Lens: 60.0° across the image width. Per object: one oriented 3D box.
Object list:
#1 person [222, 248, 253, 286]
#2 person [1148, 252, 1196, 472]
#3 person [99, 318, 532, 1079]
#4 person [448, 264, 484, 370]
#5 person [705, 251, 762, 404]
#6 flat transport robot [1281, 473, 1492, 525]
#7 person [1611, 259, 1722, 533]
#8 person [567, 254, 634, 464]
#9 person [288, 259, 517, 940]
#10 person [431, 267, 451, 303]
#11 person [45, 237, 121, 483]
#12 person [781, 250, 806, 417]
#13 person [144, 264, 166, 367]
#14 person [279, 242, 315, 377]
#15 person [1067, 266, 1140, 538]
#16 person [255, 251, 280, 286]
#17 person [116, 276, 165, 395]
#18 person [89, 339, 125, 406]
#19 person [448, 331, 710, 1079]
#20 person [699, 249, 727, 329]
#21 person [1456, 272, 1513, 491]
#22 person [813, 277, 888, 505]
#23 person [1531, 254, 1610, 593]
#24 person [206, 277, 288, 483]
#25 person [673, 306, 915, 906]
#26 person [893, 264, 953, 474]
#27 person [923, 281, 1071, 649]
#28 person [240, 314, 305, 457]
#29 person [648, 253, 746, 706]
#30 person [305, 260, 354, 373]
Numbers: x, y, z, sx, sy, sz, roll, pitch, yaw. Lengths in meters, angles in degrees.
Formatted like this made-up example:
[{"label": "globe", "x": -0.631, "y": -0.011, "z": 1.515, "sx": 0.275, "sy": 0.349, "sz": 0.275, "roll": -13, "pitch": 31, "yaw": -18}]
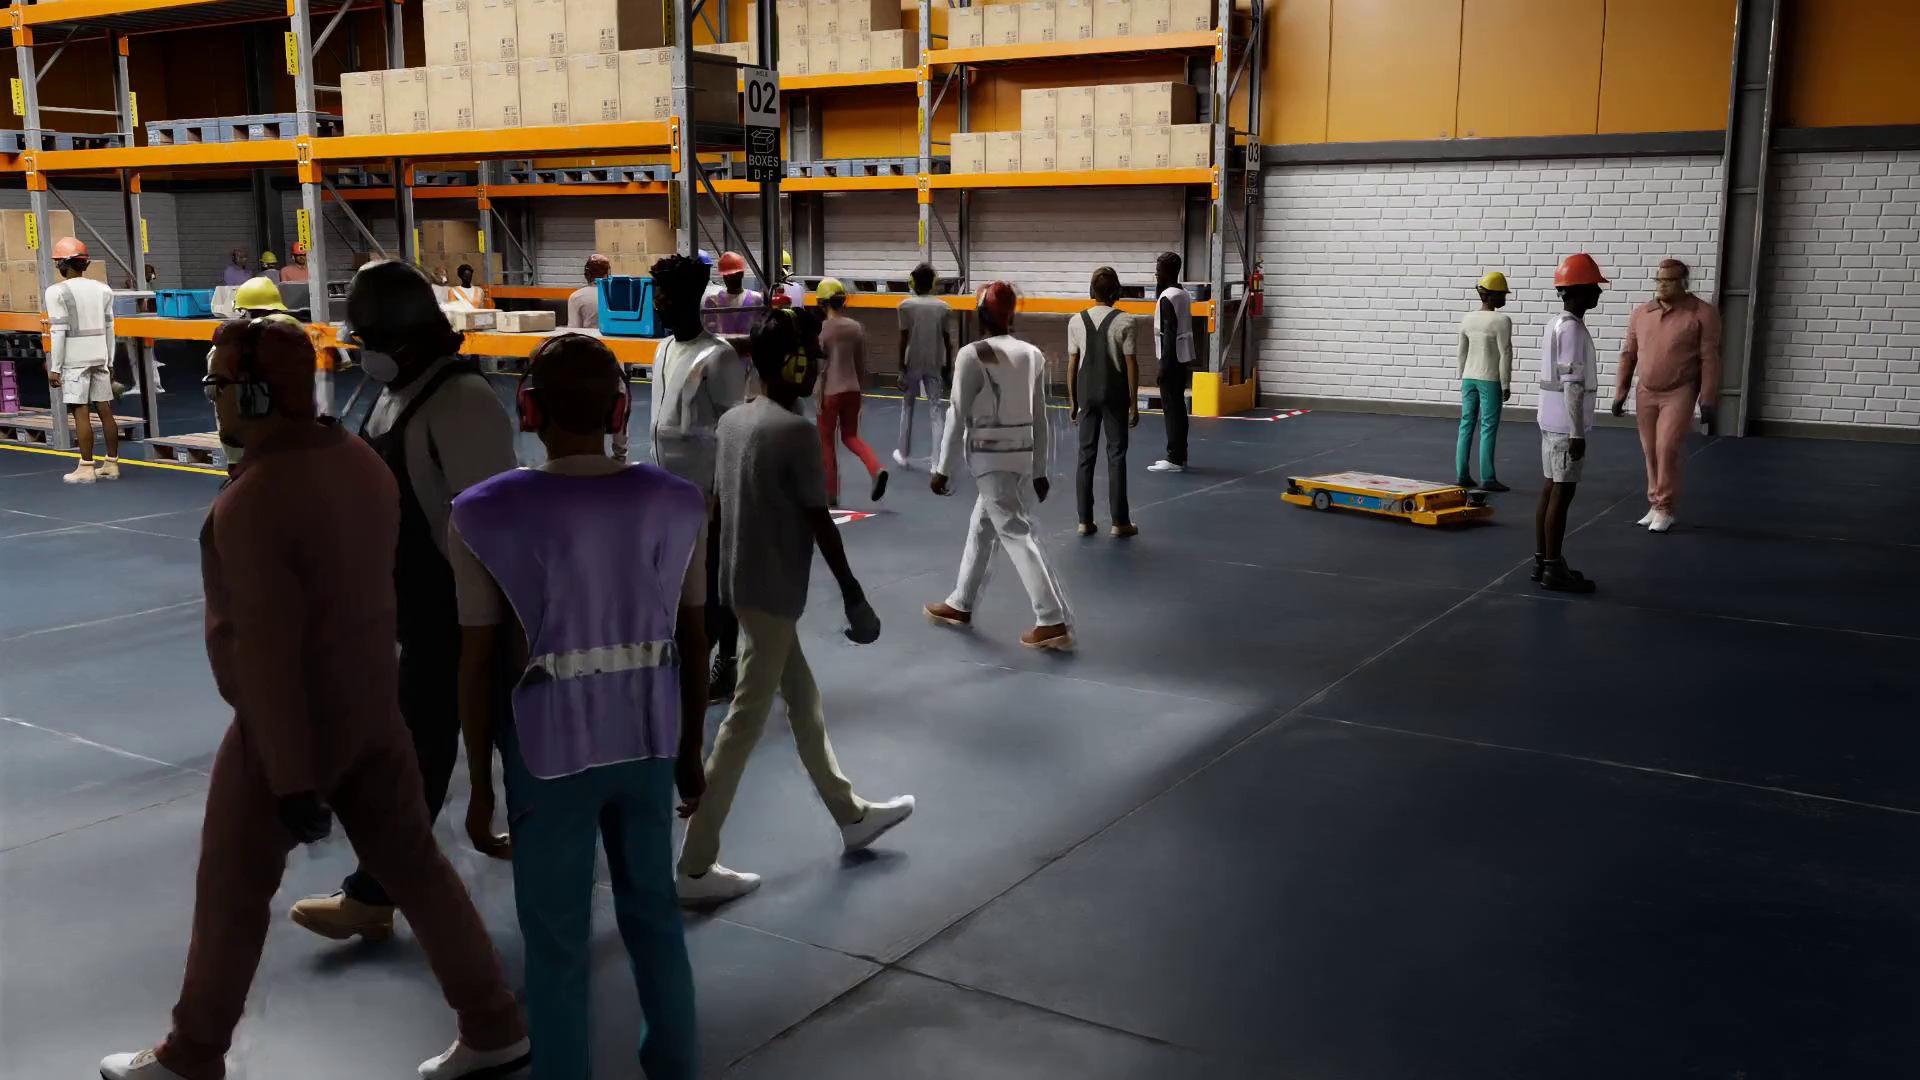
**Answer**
[{"label": "person", "x": -11.829, "y": -3.833, "z": 27.294, "sx": 0.522, "sy": 1.889, "sz": 0.647, "roll": 3, "pitch": 11, "yaw": 15}, {"label": "person", "x": 1.870, "y": -1.555, "z": 14.587, "sx": 0.372, "sy": 1.917, "sz": 0.596, "roll": 4, "pitch": 11, "yaw": 20}, {"label": "person", "x": -1.502, "y": 0.415, "z": 3.869, "sx": 1.013, "sy": 1.858, "sz": 0.642, "roll": 2, "pitch": 10, "yaw": 12}, {"label": "person", "x": -6.676, "y": -2.884, "z": 22.561, "sx": 0.540, "sy": 1.695, "sz": 0.317, "roll": -9, "pitch": 14, "yaw": -42}, {"label": "person", "x": -1.938, "y": -1.545, "z": 14.517, "sx": 0.566, "sy": 1.921, "sz": 0.430, "roll": -1, "pitch": 10, "yaw": -6}, {"label": "flat transport robot", "x": 3.148, "y": -0.328, "z": 12.355, "sx": 0.652, "sy": 0.197, "sz": 1.431, "roll": -8, "pitch": 13, "yaw": -37}, {"label": "person", "x": 4.856, "y": -0.998, "z": 11.579, "sx": 0.706, "sy": 1.886, "sz": 0.664, "roll": -8, "pitch": 13, "yaw": -37}, {"label": "person", "x": -3.147, "y": -1.533, "z": 14.535, "sx": 0.645, "sy": 1.900, "sz": 0.403, "roll": -9, "pitch": 14, "yaw": -41}, {"label": "person", "x": -1.581, "y": 0.122, "z": 4.955, "sx": 1.071, "sy": 2.000, "sz": 0.770, "roll": -7, "pitch": 13, "yaw": -35}, {"label": "person", "x": -7.801, "y": -3.286, "z": 24.999, "sx": 0.285, "sy": 1.626, "sz": 0.494, "roll": 5, "pitch": 11, "yaw": 24}, {"label": "person", "x": -7.338, "y": -1.491, "z": 13.885, "sx": 0.376, "sy": 2.045, "sz": 0.605, "roll": 4, "pitch": 11, "yaw": 21}, {"label": "person", "x": -1.780, "y": -1.938, "z": 16.681, "sx": 0.373, "sy": 1.928, "sz": 0.584, "roll": 6, "pitch": 12, "yaw": 30}, {"label": "person", "x": -12.971, "y": -3.588, "z": 26.637, "sx": 0.276, "sy": 1.633, "sz": 0.507, "roll": -2, "pitch": 10, "yaw": -10}, {"label": "person", "x": -9.638, "y": -3.363, "z": 24.388, "sx": 0.612, "sy": 1.996, "sz": 0.388, "roll": -9, "pitch": 14, "yaw": -42}, {"label": "person", "x": 0.980, "y": -0.936, "z": 11.356, "sx": 0.505, "sy": 1.847, "sz": 0.349, "roll": 5, "pitch": 11, "yaw": 26}, {"label": "person", "x": -11.238, "y": -3.786, "z": 27.168, "sx": 0.404, "sy": 1.836, "sz": 0.600, "roll": 7, "pitch": 12, "yaw": 35}, {"label": "person", "x": -10.769, "y": -2.697, "z": 21.791, "sx": 0.593, "sy": 1.612, "sz": 0.339, "roll": 2, "pitch": 10, "yaw": 10}, {"label": "person", "x": -10.389, "y": -2.440, "z": 20.162, "sx": 0.625, "sy": 1.679, "sz": 0.540, "roll": 4, "pitch": 11, "yaw": 20}, {"label": "person", "x": -0.779, "y": 0.479, "z": 3.572, "sx": 0.564, "sy": 1.828, "sz": 0.423, "roll": -7, "pitch": 12, "yaw": -34}, {"label": "person", "x": -2.282, "y": -1.626, "z": 14.926, "sx": 0.399, "sy": 1.939, "sz": 0.602, "roll": 10, "pitch": 14, "yaw": 43}, {"label": "person", "x": 4.262, "y": -1.279, "z": 13.487, "sx": 0.329, "sy": 1.765, "sz": 0.527, "roll": -6, "pitch": 12, "yaw": -29}, {"label": "person", "x": -0.866, "y": -1.108, "z": 12.581, "sx": 0.642, "sy": 1.746, "sz": 0.536, "roll": 10, "pitch": 14, "yaw": 43}, {"label": "person", "x": 3.533, "y": -0.674, "z": 9.641, "sx": 0.347, "sy": 1.943, "sz": 0.545, "roll": 2, "pitch": 10, "yaw": 9}, {"label": "person", "x": -3.812, "y": -0.515, "z": 9.105, "sx": 0.405, "sy": 1.823, "sz": 0.591, "roll": 3, "pitch": 11, "yaw": 16}, {"label": "person", "x": -0.526, "y": 0.195, "z": 5.182, "sx": 0.953, "sy": 1.807, "sz": 0.492, "roll": -6, "pitch": 12, "yaw": -31}, {"label": "person", "x": -0.335, "y": -1.496, "z": 14.574, "sx": 0.536, "sy": 1.808, "sz": 0.952, "roll": -3, "pitch": 11, "yaw": -16}, {"label": "person", "x": 0.209, "y": -0.383, "z": 8.386, "sx": 1.033, "sy": 1.826, "sz": 0.575, "roll": 8, "pitch": 13, "yaw": 38}, {"label": "person", "x": -2.658, "y": -0.019, "z": 6.576, "sx": 0.305, "sy": 1.738, "sz": 0.484, "roll": -1, "pitch": 10, "yaw": -6}, {"label": "person", "x": -1.171, "y": -0.260, "z": 7.277, "sx": 0.361, "sy": 1.963, "sz": 0.613, "roll": -9, "pitch": 13, "yaw": -39}, {"label": "person", "x": -9.771, "y": -3.484, "z": 25.354, "sx": 1.023, "sy": 1.896, "sz": 0.640, "roll": 2, "pitch": 10, "yaw": 9}]
